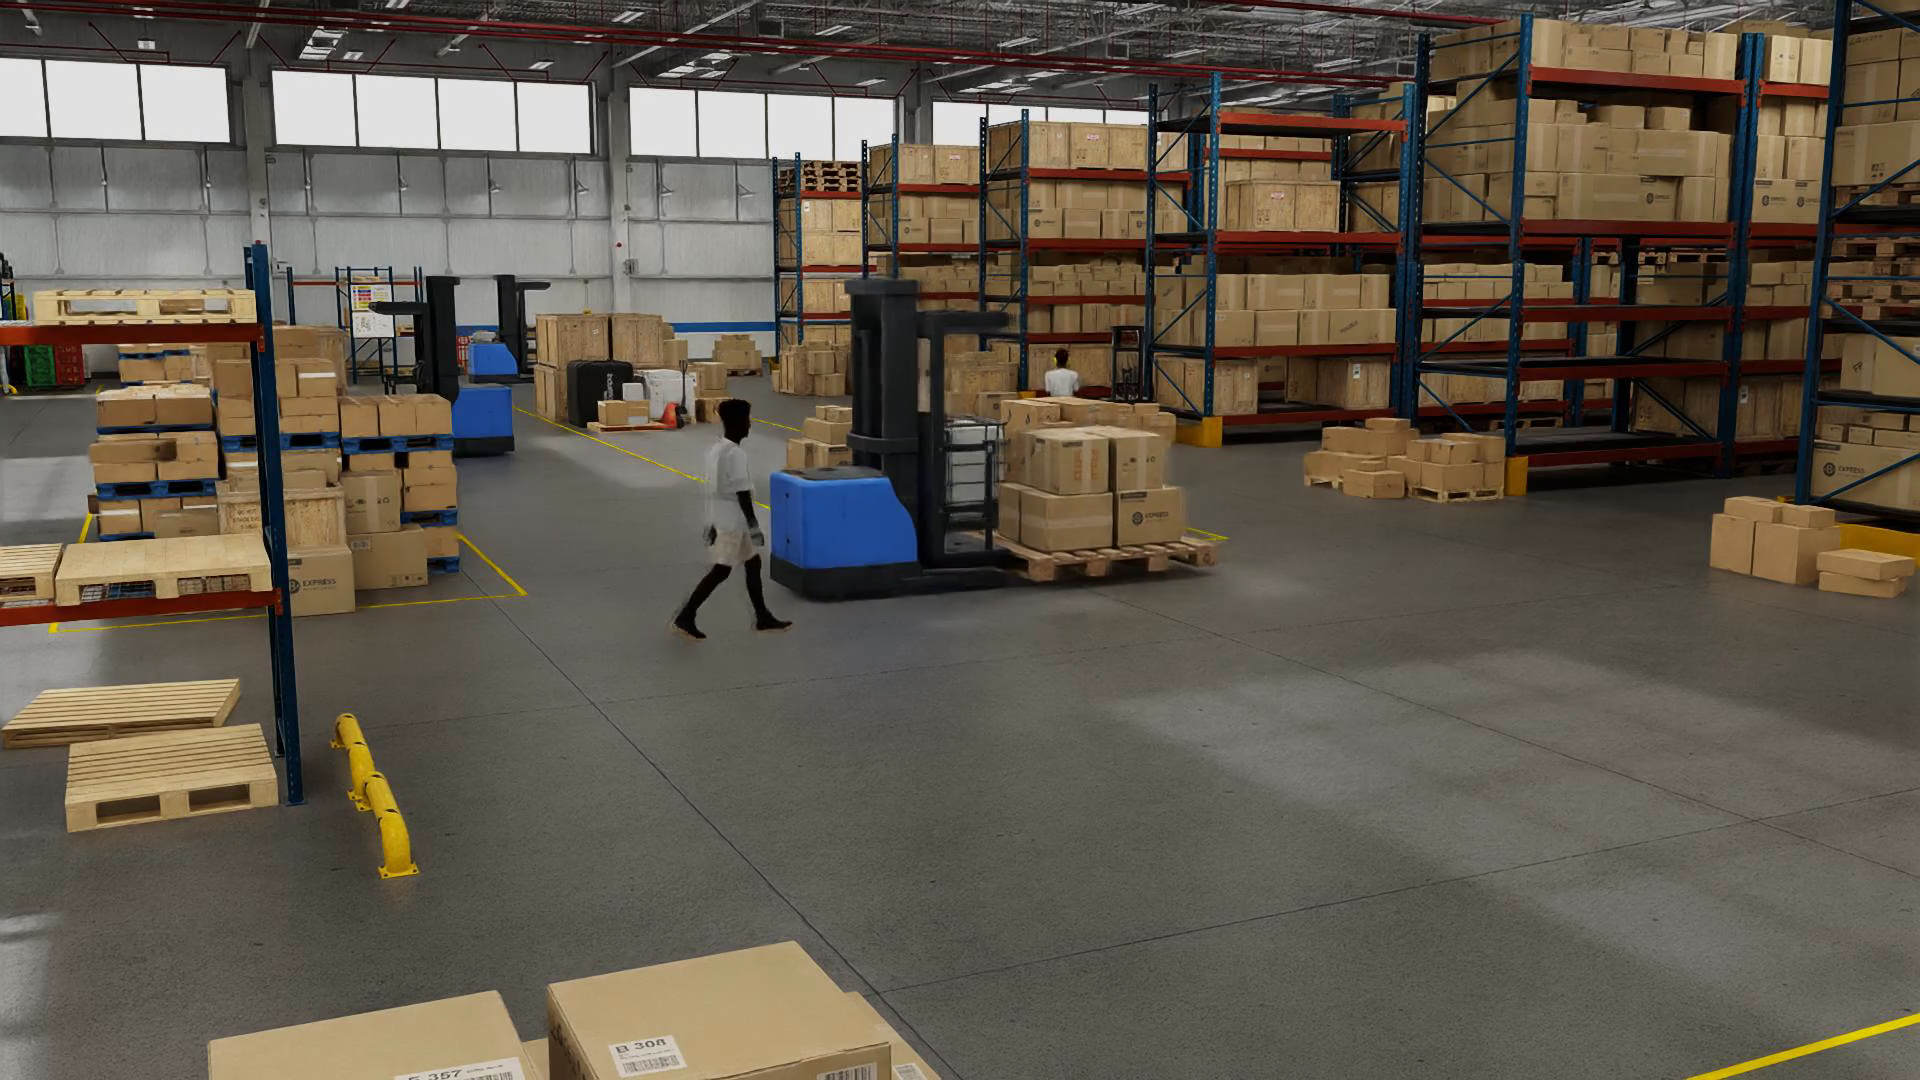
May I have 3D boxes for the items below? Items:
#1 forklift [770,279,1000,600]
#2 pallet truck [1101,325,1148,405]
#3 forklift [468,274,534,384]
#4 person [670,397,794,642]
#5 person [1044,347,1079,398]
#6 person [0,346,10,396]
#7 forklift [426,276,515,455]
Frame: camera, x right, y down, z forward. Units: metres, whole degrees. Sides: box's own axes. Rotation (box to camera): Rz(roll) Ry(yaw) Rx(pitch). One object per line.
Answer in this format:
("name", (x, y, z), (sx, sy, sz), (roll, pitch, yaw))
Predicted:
("forklift", (-0.713, -0.965, 15.074), (1.873, 2.768, 1.129), (-4, 10, -25))
("pallet truck", (2.881, -2.596, 27.923), (0.823, 1.965, 1.885), (-1, 9, -7))
("forklift", (-11.526, -5.356, 42.315), (1.873, 2.768, 1.129), (-4, 10, -25))
("person", (-1.834, -0.162, 13.076), (0.991, 1.926, 0.607), (-3, 10, -16))
("person", (1.400, -1.735, 23.051), (0.522, 1.857, 0.493), (-2, 9, -13))
("person", (-22.372, -4.280, 38.558), (0.635, 1.936, 0.353), (-9, 13, -44))
("forklift", (-8.069, -2.737, 26.069), (1.873, 2.768, 1.129), (-4, 10, -25))
